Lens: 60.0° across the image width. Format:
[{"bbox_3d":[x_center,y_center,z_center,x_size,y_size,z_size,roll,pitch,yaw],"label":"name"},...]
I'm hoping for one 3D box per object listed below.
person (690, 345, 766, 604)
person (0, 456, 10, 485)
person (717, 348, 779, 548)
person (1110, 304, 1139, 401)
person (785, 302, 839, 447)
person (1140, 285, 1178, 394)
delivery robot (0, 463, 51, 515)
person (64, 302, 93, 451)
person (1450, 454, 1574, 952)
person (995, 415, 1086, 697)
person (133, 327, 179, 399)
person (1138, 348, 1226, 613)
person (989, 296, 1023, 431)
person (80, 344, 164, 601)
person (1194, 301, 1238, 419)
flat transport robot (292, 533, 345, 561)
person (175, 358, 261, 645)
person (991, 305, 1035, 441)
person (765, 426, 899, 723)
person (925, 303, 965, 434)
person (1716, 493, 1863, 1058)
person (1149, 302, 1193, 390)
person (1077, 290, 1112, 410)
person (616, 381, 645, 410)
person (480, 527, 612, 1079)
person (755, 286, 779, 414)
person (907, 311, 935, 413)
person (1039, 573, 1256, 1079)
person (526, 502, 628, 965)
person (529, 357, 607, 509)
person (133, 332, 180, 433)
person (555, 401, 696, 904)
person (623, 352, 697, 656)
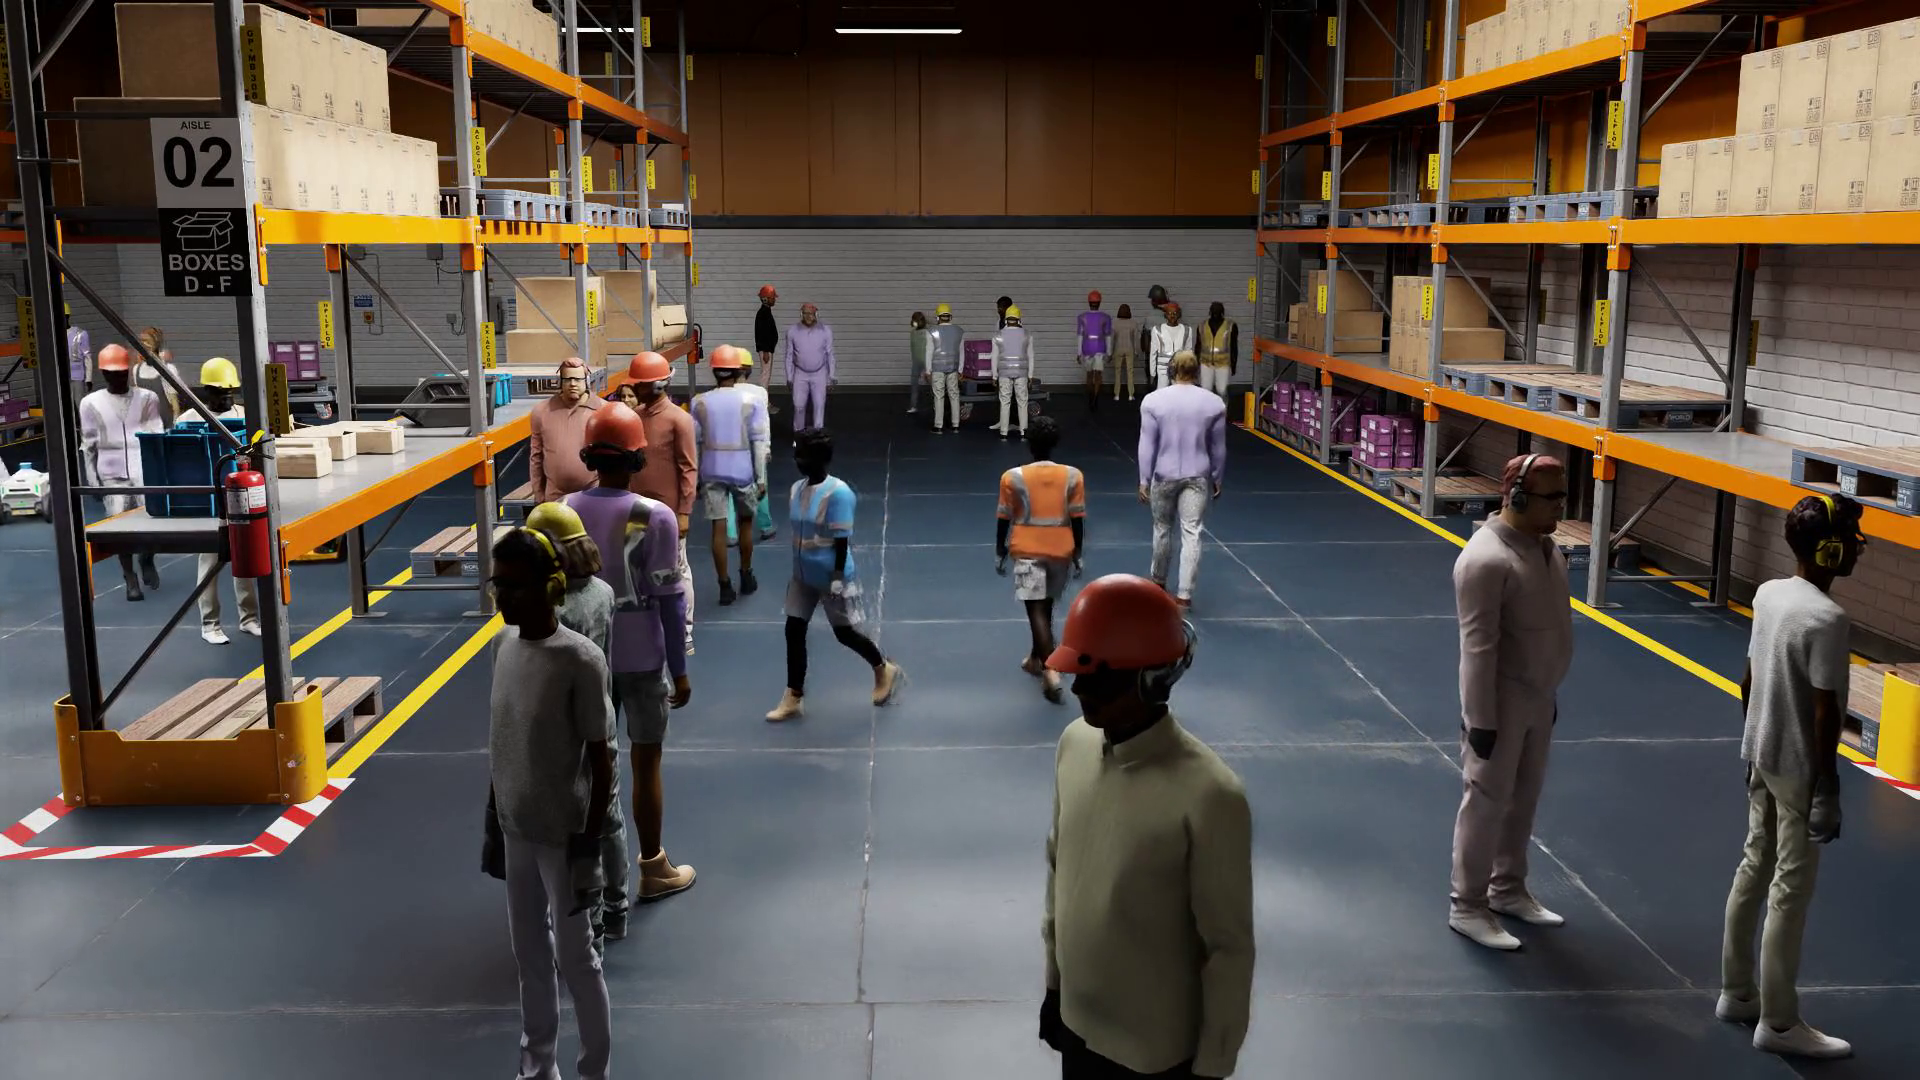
[{"bbox_3d":[-1.733,-0.508,12.521,0.571,1.913,0.780,0,10,-2],"label":"person"},{"bbox_3d":[-9.715,-1.184,16.482,0.977,1.837,0.577,-4,11,-22],"label":"person"},{"bbox_3d":[-1.900,-0.830,14.819,0.561,1.735,0.818,2,10,13],"label":"person"},{"bbox_3d":[2.776,-3.168,28.131,0.499,1.633,0.286,1,10,5],"label":"person"},{"bbox_3d":[-1.947,-2.168,21.810,0.688,1.905,0.401,-1,10,-5],"label":"person"},{"bbox_3d":[3.133,-2.994,26.029,0.676,2.000,0.686,9,14,41],"label":"person"},{"bbox_3d":[-8.974,-0.499,16.005,0.477,0.478,0.707,-3,11,-18],"label":"delivery robot"},{"bbox_3d":[-11.439,-2.096,21.338,0.590,1.926,0.388,0,10,-1],"label":"person"},{"bbox_3d":[2.123,0.611,6.362,0.399,1.896,0.648,9,14,42],"label":"person"},{"bbox_3d":[0.495,0.085,9.965,0.532,1.658,0.872,-3,11,-15],"label":"person"},{"bbox_3d":[-9.901,-1.803,20.508,0.514,1.641,0.307,0,10,1],"label":"person"},{"bbox_3d":[1.627,-0.464,12.318,0.657,1.895,0.986,0,10,0],"label":"person"},{"bbox_3d":[0.690,-2.506,23.667,0.398,1.913,0.588,-6,12,-29],"label":"person"},{"bbox_3d":[-6.247,-0.504,12.468,0.563,1.928,0.423,-6,12,-28],"label":"person"},{"bbox_3d":[3.741,-2.582,24.331,0.647,1.822,0.530,4,11,20],"label":"person"},{"bbox_3d":[-5.718,-0.028,14.429,0.652,0.197,1.431,-3,11,-18],"label":"flat transport robot"},{"bbox_3d":[-4.919,-0.263,11.164,0.397,1.918,0.588,7,13,36],"label":"person"},{"bbox_3d":[0.712,-2.238,22.389,0.588,1.834,0.403,0,10,-1],"label":"person"},{"bbox_3d":[-0.726,0.178,9.395,0.535,1.667,0.781,10,14,43],"label":"person"},{"bbox_3d":[-0.223,-2.400,23.296,0.595,1.831,0.403,-4,11,-23],"label":"person"},{"bbox_3d":[2.785,0.767,5.548,0.332,1.872,0.514,0,10,-2],"label":"person"},{"bbox_3d":[2.822,-2.237,22.245,0.583,1.882,0.337,-1,10,-3],"label":"person"},{"bbox_3d":[2.160,-3.060,26.788,0.549,1.910,0.929,1,10,8],"label":"person"},{"bbox_3d":[-2.504,-0.416,12.782,0.517,1.641,0.308,0,10,1],"label":"person"},{"bbox_3d":[-1.244,0.880,4.925,0.510,1.871,0.328,7,12,35],"label":"person"},{"bbox_3d":[-3.014,-2.981,26.082,0.390,1.992,0.624,0,10,-2],"label":"person"},{"bbox_3d":[-0.552,-2.815,26.244,0.503,1.606,0.703,9,13,40],"label":"person"},{"bbox_3d":[0.362,1.048,3.644,0.401,1.990,0.622,-6,12,-32],"label":"person"},{"bbox_3d":[-1.456,0.718,6.201,0.311,1.735,0.484,3,11,14],"label":"person"},{"bbox_3d":[-2.646,-0.308,11.481,0.642,1.902,0.400,0,10,-1],"label":"person"},{"bbox_3d":[-7.693,-1.091,16.008,0.519,1.829,0.421,3,11,15],"label":"person"},{"bbox_3d":[-1.367,0.460,6.763,0.615,2.047,0.360,4,11,21],"label":"person"},{"bbox_3d":[-1.946,-0.216,10.698,0.608,1.988,0.392,9,14,42],"label":"person"}]
